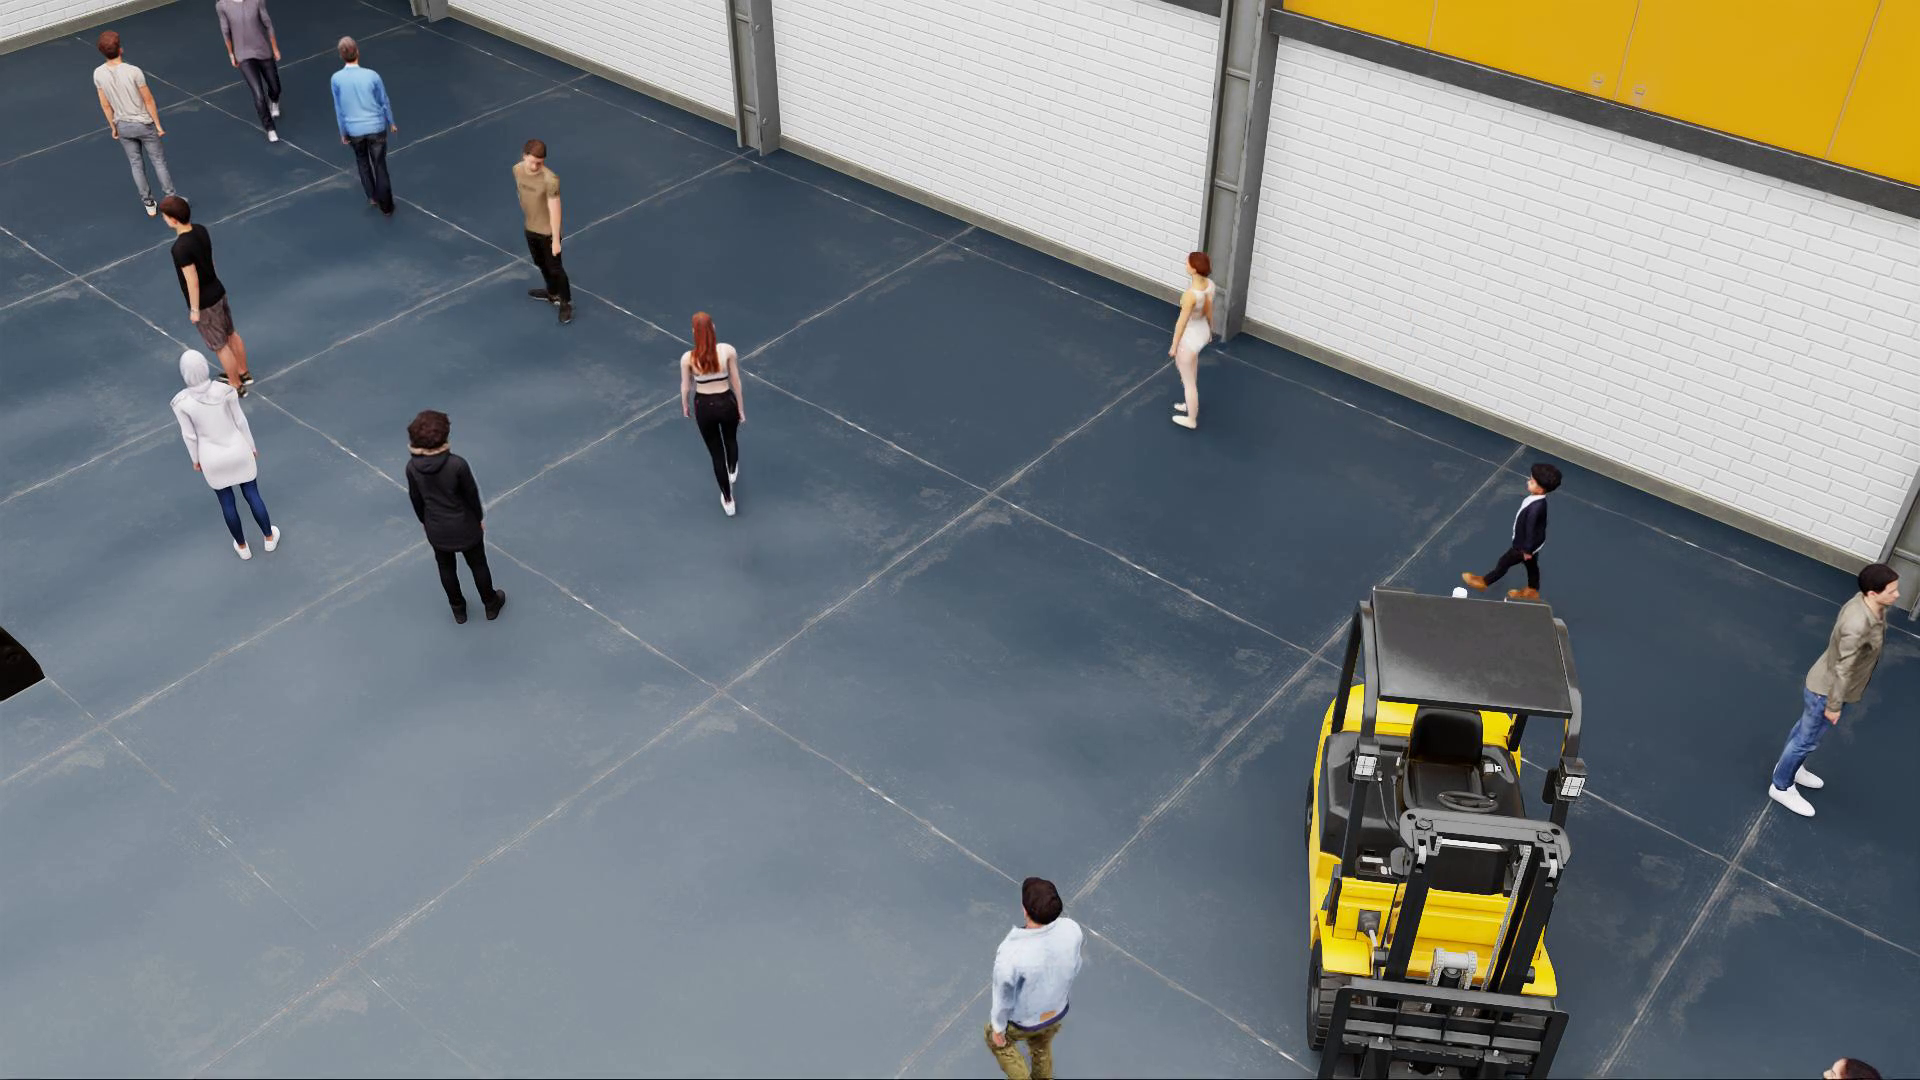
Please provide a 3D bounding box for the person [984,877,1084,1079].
[{"bbox_3d":[0.410,2.437,8.479,0.789,1.798,0.803,-22,44,-25],"label":"person"}]

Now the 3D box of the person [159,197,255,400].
[{"bbox_3d":[-6.360,-2.047,14.043,0.803,1.861,0.759,-1,39,-1],"label":"person"}]

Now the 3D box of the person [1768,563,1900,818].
[{"bbox_3d":[5.430,0.895,10.356,0.611,1.865,0.721,23,44,26],"label":"person"}]

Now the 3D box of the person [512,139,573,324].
[{"bbox_3d":[-3.773,-2.843,15.075,0.950,1.816,0.544,-30,47,-32],"label":"person"}]

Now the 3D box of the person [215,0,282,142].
[{"bbox_3d":[-7.736,-5.350,18.203,0.938,1.831,1.141,-17,42,-20],"label":"person"}]

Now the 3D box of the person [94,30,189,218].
[{"bbox_3d":[-8.263,-4.159,16.658,0.732,1.898,0.778,-5,39,-6],"label":"person"}]

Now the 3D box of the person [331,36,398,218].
[{"bbox_3d":[-5.965,-4.099,16.664,0.861,1.797,0.920,-5,39,-6],"label":"person"}]

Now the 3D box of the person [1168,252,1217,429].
[{"bbox_3d":[1.986,-1.610,13.677,0.566,1.634,0.581,26,45,29],"label":"person"}]

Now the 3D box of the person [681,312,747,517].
[{"bbox_3d":[-1.863,-0.931,12.750,0.908,1.730,1.014,-8,39,-10],"label":"person"}]

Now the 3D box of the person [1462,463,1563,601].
[{"bbox_3d":[4.168,-0.017,12.027,0.825,1.204,0.607,18,42,21],"label":"person"}]

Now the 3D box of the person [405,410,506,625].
[{"bbox_3d":[-3.582,-0.139,11.719,0.721,1.780,0.784,-2,39,-3],"label":"person"}]

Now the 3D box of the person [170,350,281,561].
[{"bbox_3d":[-5.451,-0.627,12.331,0.683,1.777,0.671,-16,41,-19],"label":"person"}]
